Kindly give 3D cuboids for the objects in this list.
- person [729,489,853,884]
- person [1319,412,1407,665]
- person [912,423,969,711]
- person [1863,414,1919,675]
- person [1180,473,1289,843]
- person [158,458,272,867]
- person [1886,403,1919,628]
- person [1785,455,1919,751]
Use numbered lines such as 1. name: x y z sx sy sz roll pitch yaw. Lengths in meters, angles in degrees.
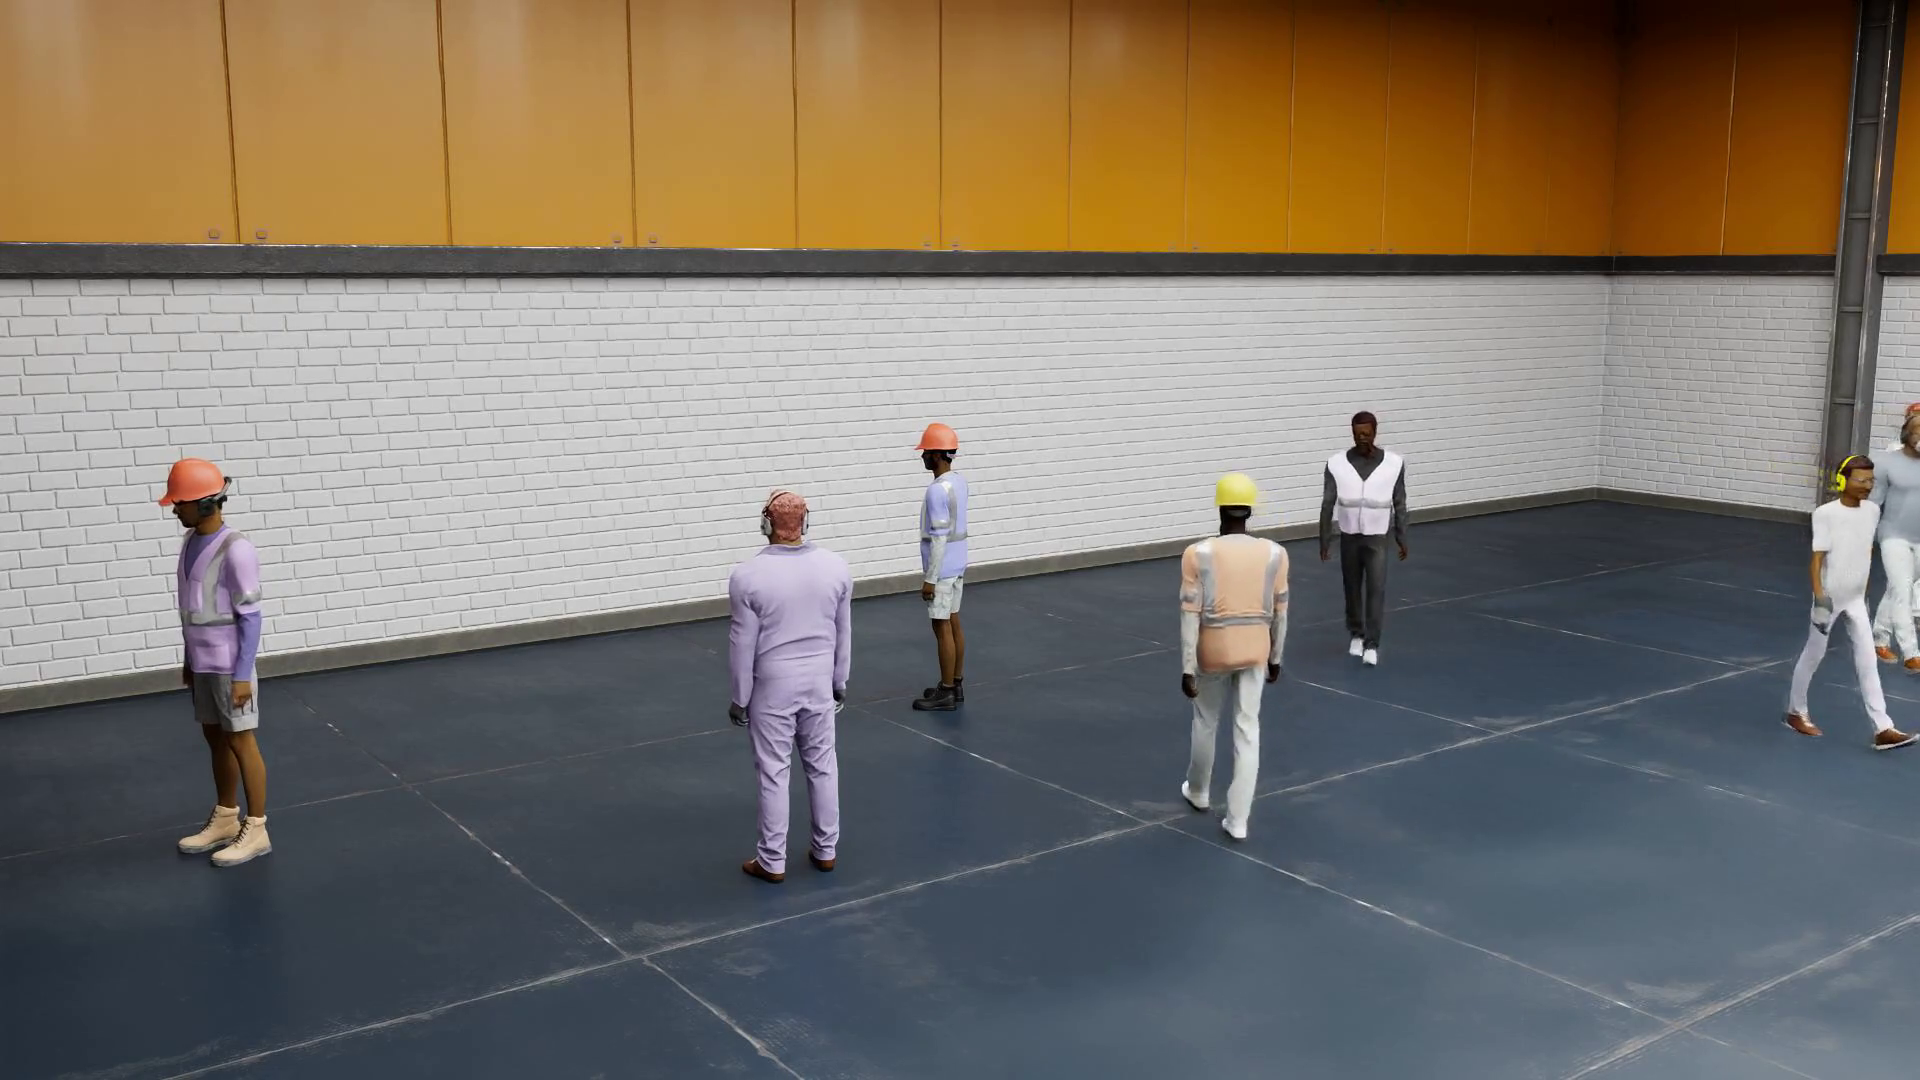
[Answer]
1. person: -0.834 0.703 8.060 0.642 1.909 0.410 -6 11 -31
2. person: 3.025 -0.011 12.496 0.638 1.888 0.880 3 10 17
3. person: -0.135 0.182 11.178 0.359 1.938 0.545 3 10 15
4. person: 7.014 0.036 12.192 0.652 1.892 0.972 -1 9 -5
5. person: 1.419 0.583 8.836 0.607 1.884 0.907 -1 9 -6
6. person: -3.711 0.604 8.277 0.605 2.036 0.393 8 12 39
7. person: 7.937 -0.219 13.877 0.571 1.860 0.660 -1 9 -4
8. person: 5.500 0.387 10.270 0.568 1.820 0.964 -2 9 -13
